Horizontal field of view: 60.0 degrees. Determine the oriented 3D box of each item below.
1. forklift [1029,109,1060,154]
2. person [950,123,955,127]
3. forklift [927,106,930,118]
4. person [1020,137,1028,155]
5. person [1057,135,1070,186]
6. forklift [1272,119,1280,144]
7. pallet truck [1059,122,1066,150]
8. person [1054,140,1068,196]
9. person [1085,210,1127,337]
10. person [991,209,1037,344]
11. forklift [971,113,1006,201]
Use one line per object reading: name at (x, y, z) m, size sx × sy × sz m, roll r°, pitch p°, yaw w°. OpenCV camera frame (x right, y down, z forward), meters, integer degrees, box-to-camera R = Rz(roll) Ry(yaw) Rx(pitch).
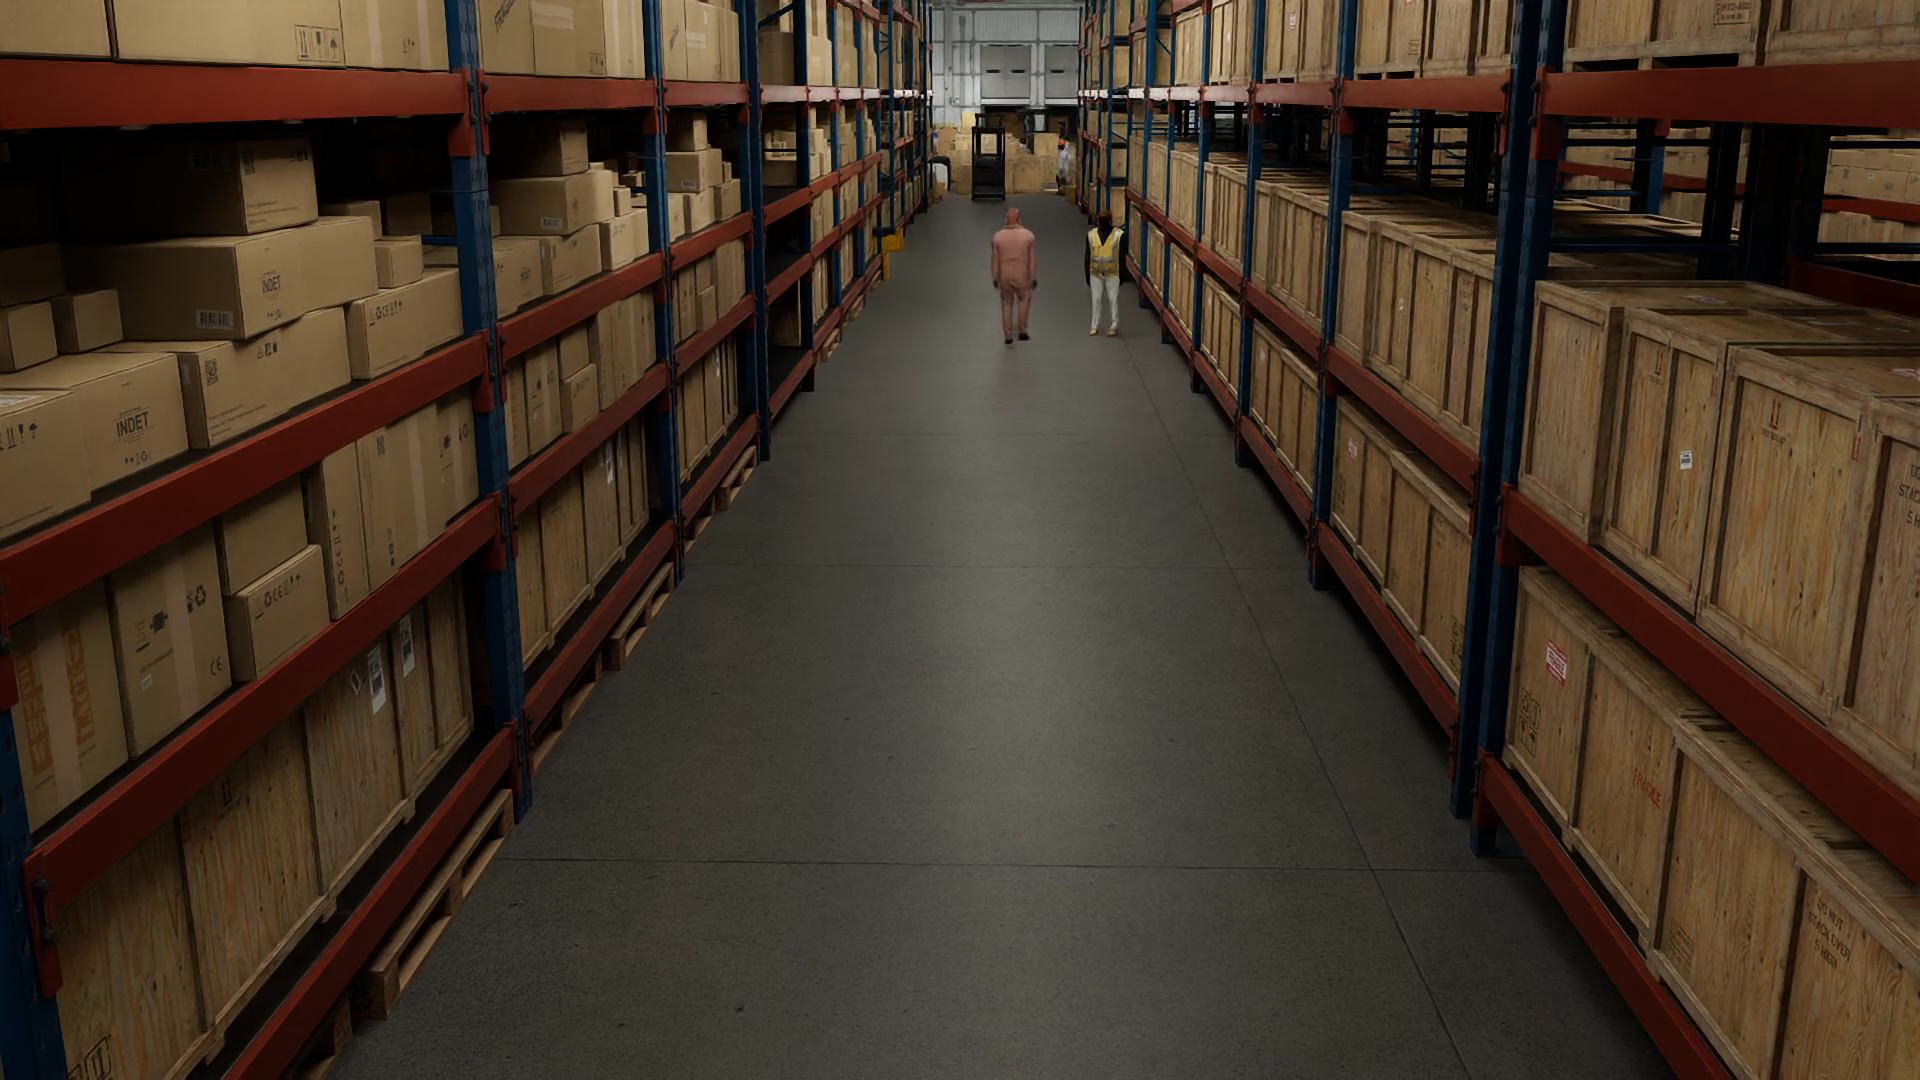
forklift at (3.379, -16.885, 70.616) m, size 1.129 × 2.768 × 1.873 m, roll 11°, pitch 19°, yaw 35°
person at (-0.516, -21.867, 91.016) m, size 0.798 × 1.895 × 0.578 m, roll 10°, pitch 18°, yaw 33°
forklift at (-1.981, -20.854, 85.384) m, size 1.129 × 2.768 × 1.873 m, roll 0°, pitch 15°, yaw 2°
person at (2.391, -14.478, 63.636) m, size 0.429 × 1.839 × 0.633 m, roll -6°, pitch 16°, yaw -20°
person at (3.919, -14.449, 63.385) m, size 0.594 × 1.921 × 0.630 m, roll -4°, pitch 16°, yaw -15°
forklift at (8.284, -9.604, 43.525) m, size 1.873 × 2.768 × 1.129 m, roll 0°, pitch 15°, yaw 2°
pallet truck at (5.788, -21.111, 88.014) m, size 1.885 × 1.965 × 0.823 m, roll 5°, pitch 16°, yaw 18°
person at (3.445, -12.769, 57.117) m, size 0.649 × 1.915 × 0.563 m, roll -2°, pitch 15°, yaw -6°
person at (2.107, -3.873, 24.200) m, size 0.619 × 1.836 × 0.430 m, roll 5°, pitch 16°, yaw 18°
person at (0.783, -3.750, 23.628) m, size 0.683 × 1.879 × 0.736 m, roll 3°, pitch 15°, yaw 11°
forklift at (0.951, -12.674, 54.948) m, size 1.129 × 2.768 × 1.873 m, roll 0°, pitch 15°, yaw 2°
